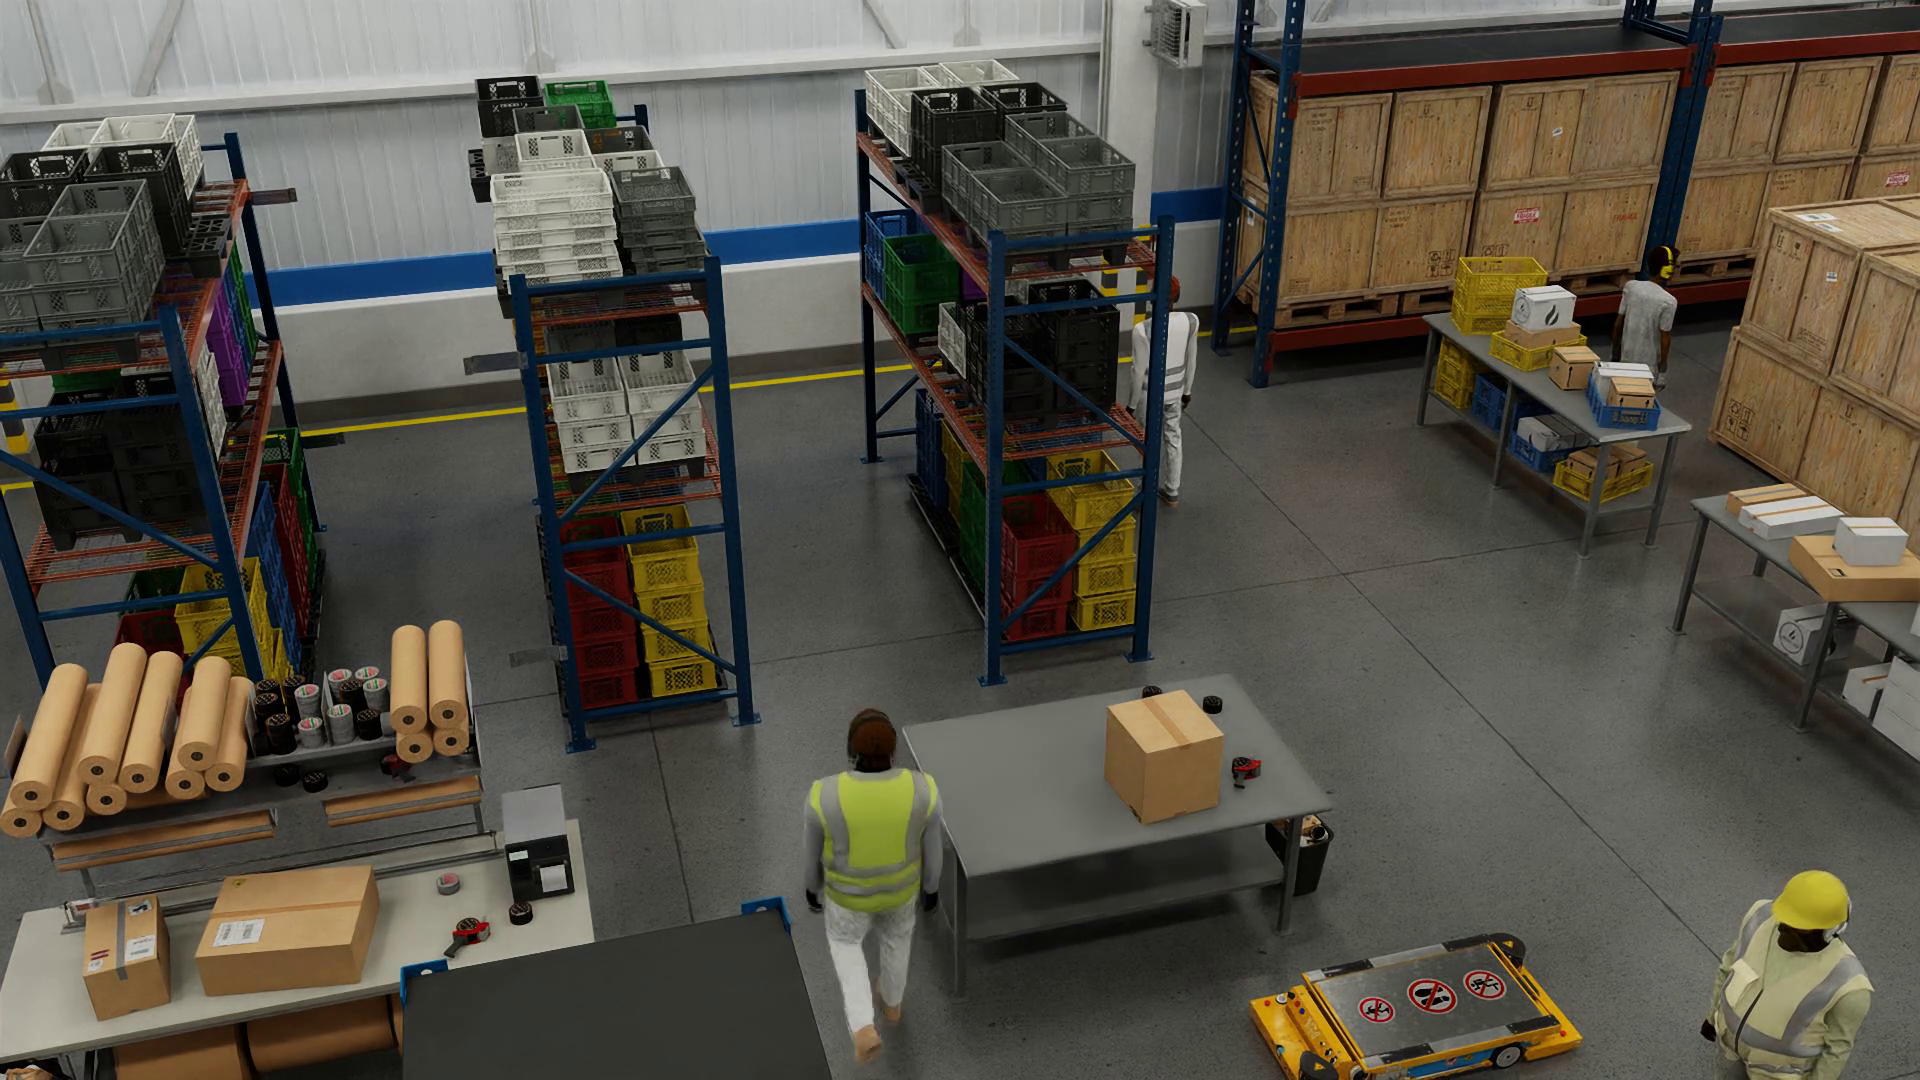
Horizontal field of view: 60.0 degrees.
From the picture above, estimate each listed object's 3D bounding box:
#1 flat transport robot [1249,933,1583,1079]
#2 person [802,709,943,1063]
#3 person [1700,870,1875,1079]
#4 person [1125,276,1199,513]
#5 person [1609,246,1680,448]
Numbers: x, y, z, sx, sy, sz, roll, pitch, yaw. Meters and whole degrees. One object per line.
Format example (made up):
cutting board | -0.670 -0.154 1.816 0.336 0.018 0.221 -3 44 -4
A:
flat transport robot | 2.184 2.282 7.980 1.431 0.197 0.652 -8 30 -14
person | -0.386 1.598 7.625 0.646 1.824 0.644 -6 29 -10
person | 3.271 2.066 6.764 0.404 1.833 0.589 -13 31 -23
person | 1.493 -1.090 12.454 0.586 1.882 0.342 -15 32 -25
person | 5.336 -1.405 13.046 0.311 1.865 0.534 -15 32 -26
